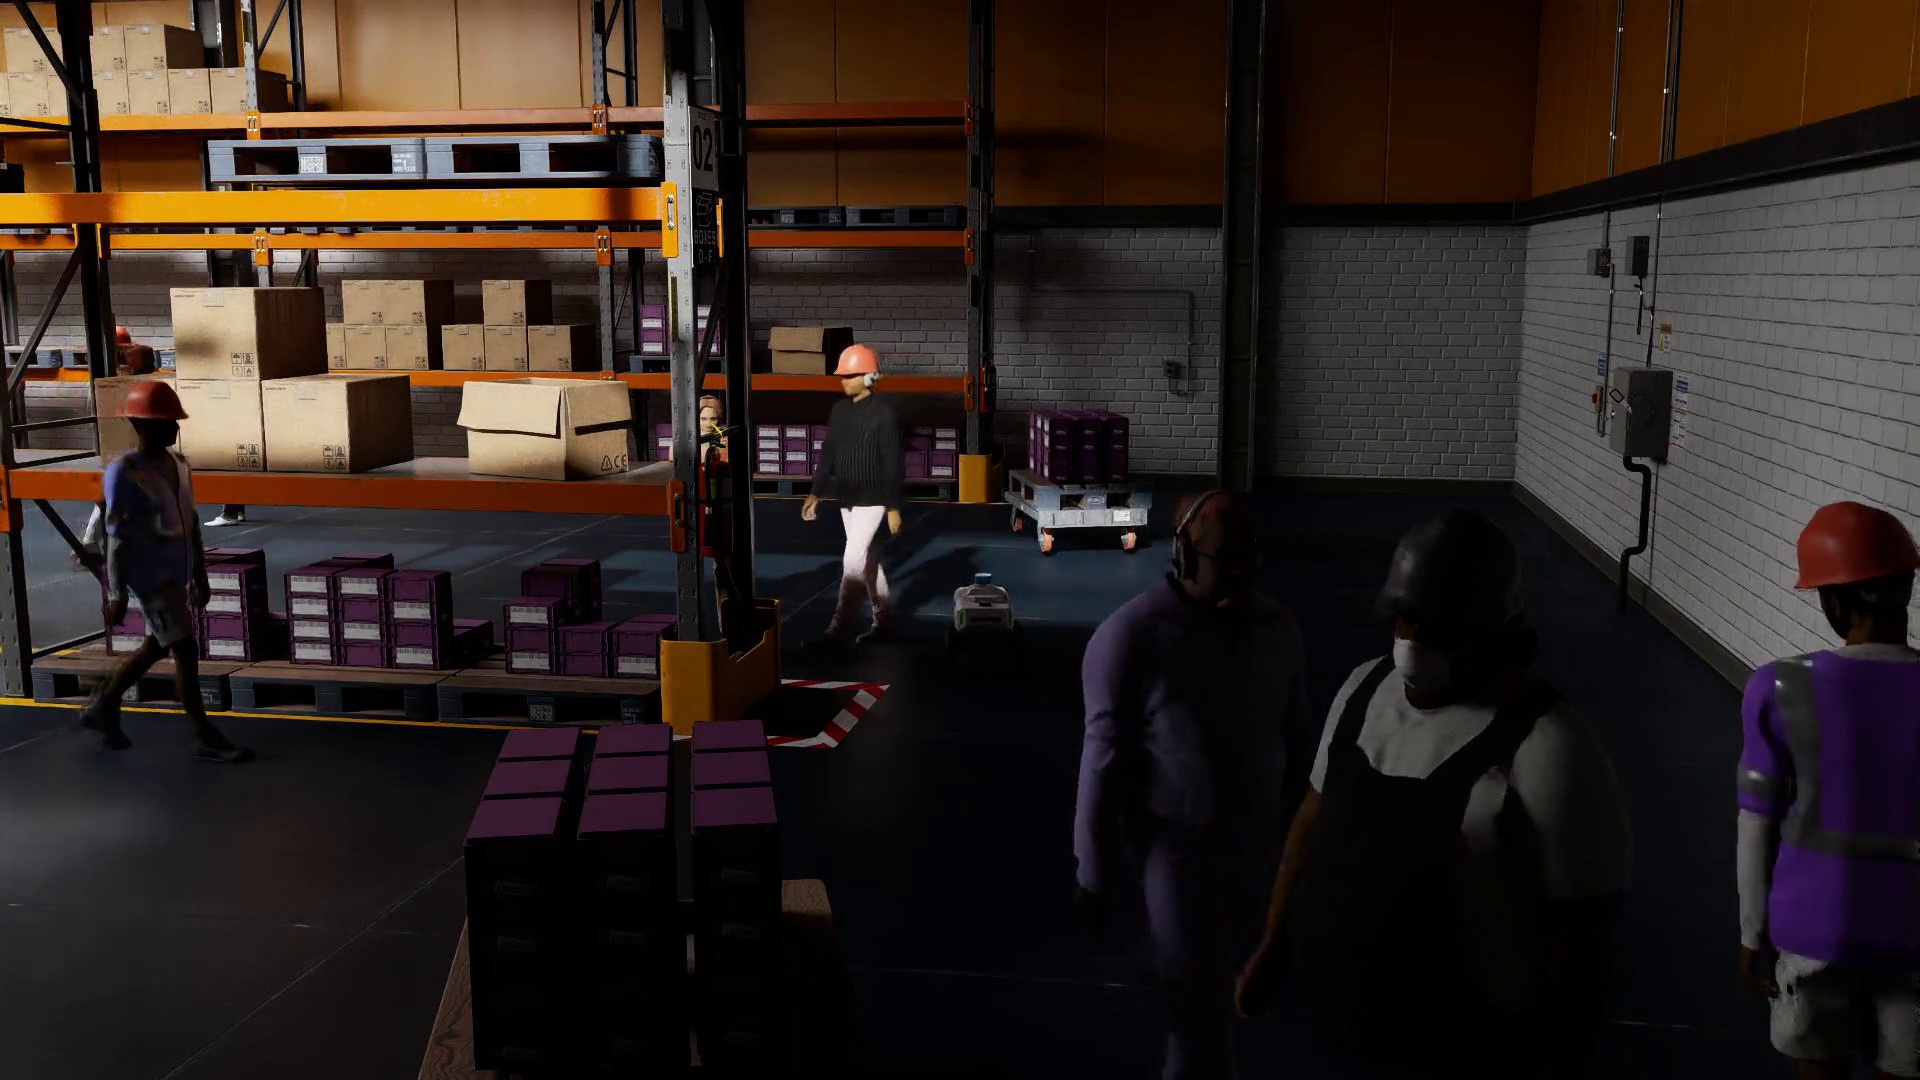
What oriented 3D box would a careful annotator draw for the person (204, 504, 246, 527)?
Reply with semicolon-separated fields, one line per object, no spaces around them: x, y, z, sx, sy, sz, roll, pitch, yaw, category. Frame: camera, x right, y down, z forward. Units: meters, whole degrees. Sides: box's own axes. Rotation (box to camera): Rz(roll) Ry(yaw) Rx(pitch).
-7.022;-1.091;15.794;0.362;1.930;0.588;-1;9;-5;person

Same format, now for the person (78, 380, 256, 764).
-4.000;0.157;8.183;0.975;1.901;0.552;1;9;9;person

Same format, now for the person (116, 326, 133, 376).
-7.453;-0.927;14.766;0.377;1.932;0.551;-6;11;-31;person

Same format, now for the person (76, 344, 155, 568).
-6.801;-0.684;13.633;0.574;1.832;0.995;6;11;33;person

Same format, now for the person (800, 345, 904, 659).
-0.707;-0.249;10.518;0.884;1.951;0.618;-7;12;-38;person

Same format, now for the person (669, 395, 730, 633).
-1.593;-0.098;10.535;0.511;1.640;0.308;-2;9;-15;person

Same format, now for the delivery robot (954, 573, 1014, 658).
0.141;0.447;10.217;0.477;0.478;0.707;0;9;-2;delivery robot

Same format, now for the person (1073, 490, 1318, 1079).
0.679;0.805;4.260;0.700;1.887;0.647;-6;11;-31;person

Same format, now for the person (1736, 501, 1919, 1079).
1.998;0.879;3.670;0.547;1.904;0.638;3;10;19;person
